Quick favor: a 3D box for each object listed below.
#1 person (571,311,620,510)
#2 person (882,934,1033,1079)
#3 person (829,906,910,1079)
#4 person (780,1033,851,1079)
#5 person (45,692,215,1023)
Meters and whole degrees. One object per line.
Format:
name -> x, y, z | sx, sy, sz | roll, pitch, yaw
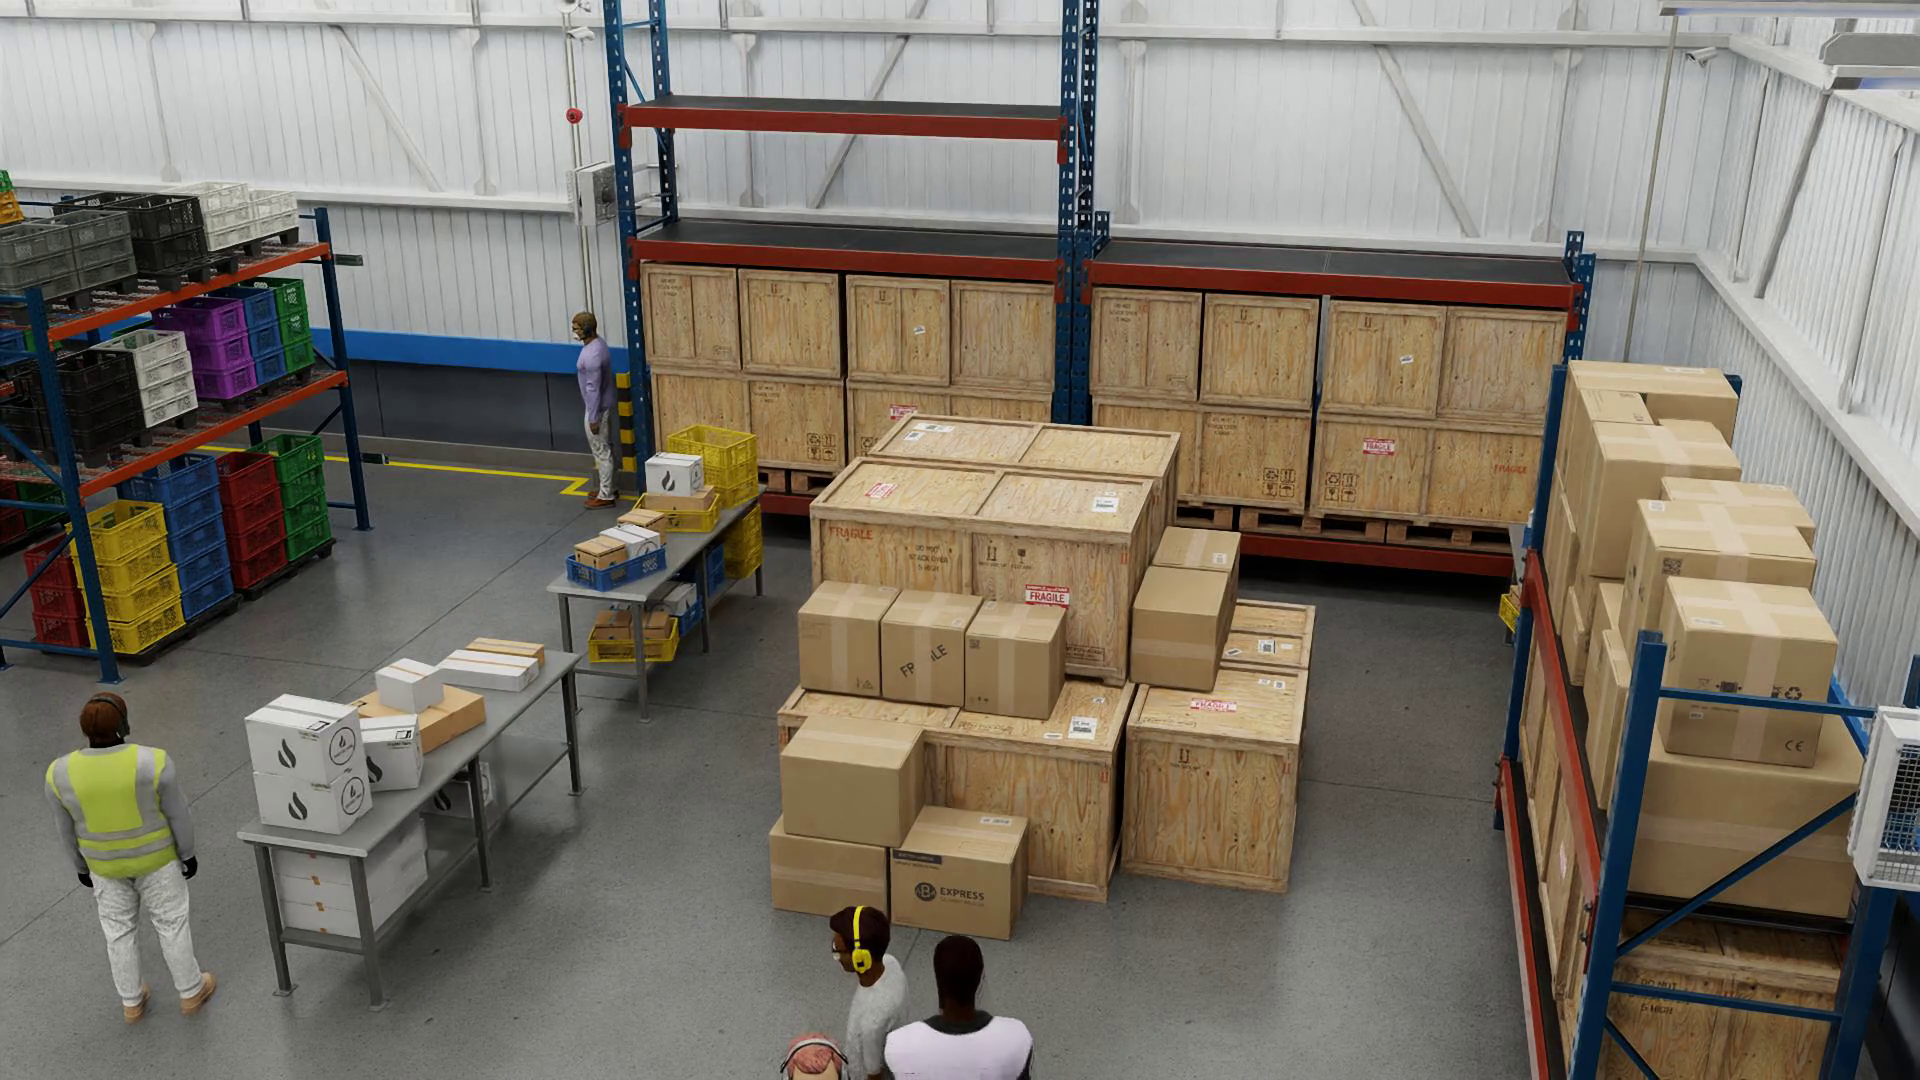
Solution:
person -> -3.492, -1.254, 15.984 | 0.374, 1.933, 0.625 | -2, 21, -6
person -> -0.011, 2.436, 6.383 | 0.636, 1.892, 0.662 | -6, 22, -15
person -> -0.365, 2.311, 6.765 | 0.351, 1.856, 0.519 | 1, 21, 2
person -> -0.494, 2.589, 5.960 | 0.651, 1.907, 0.409 | -6, 22, -15
person -> -4.250, 1.630, 8.559 | 0.627, 1.844, 0.429 | -4, 21, -11
